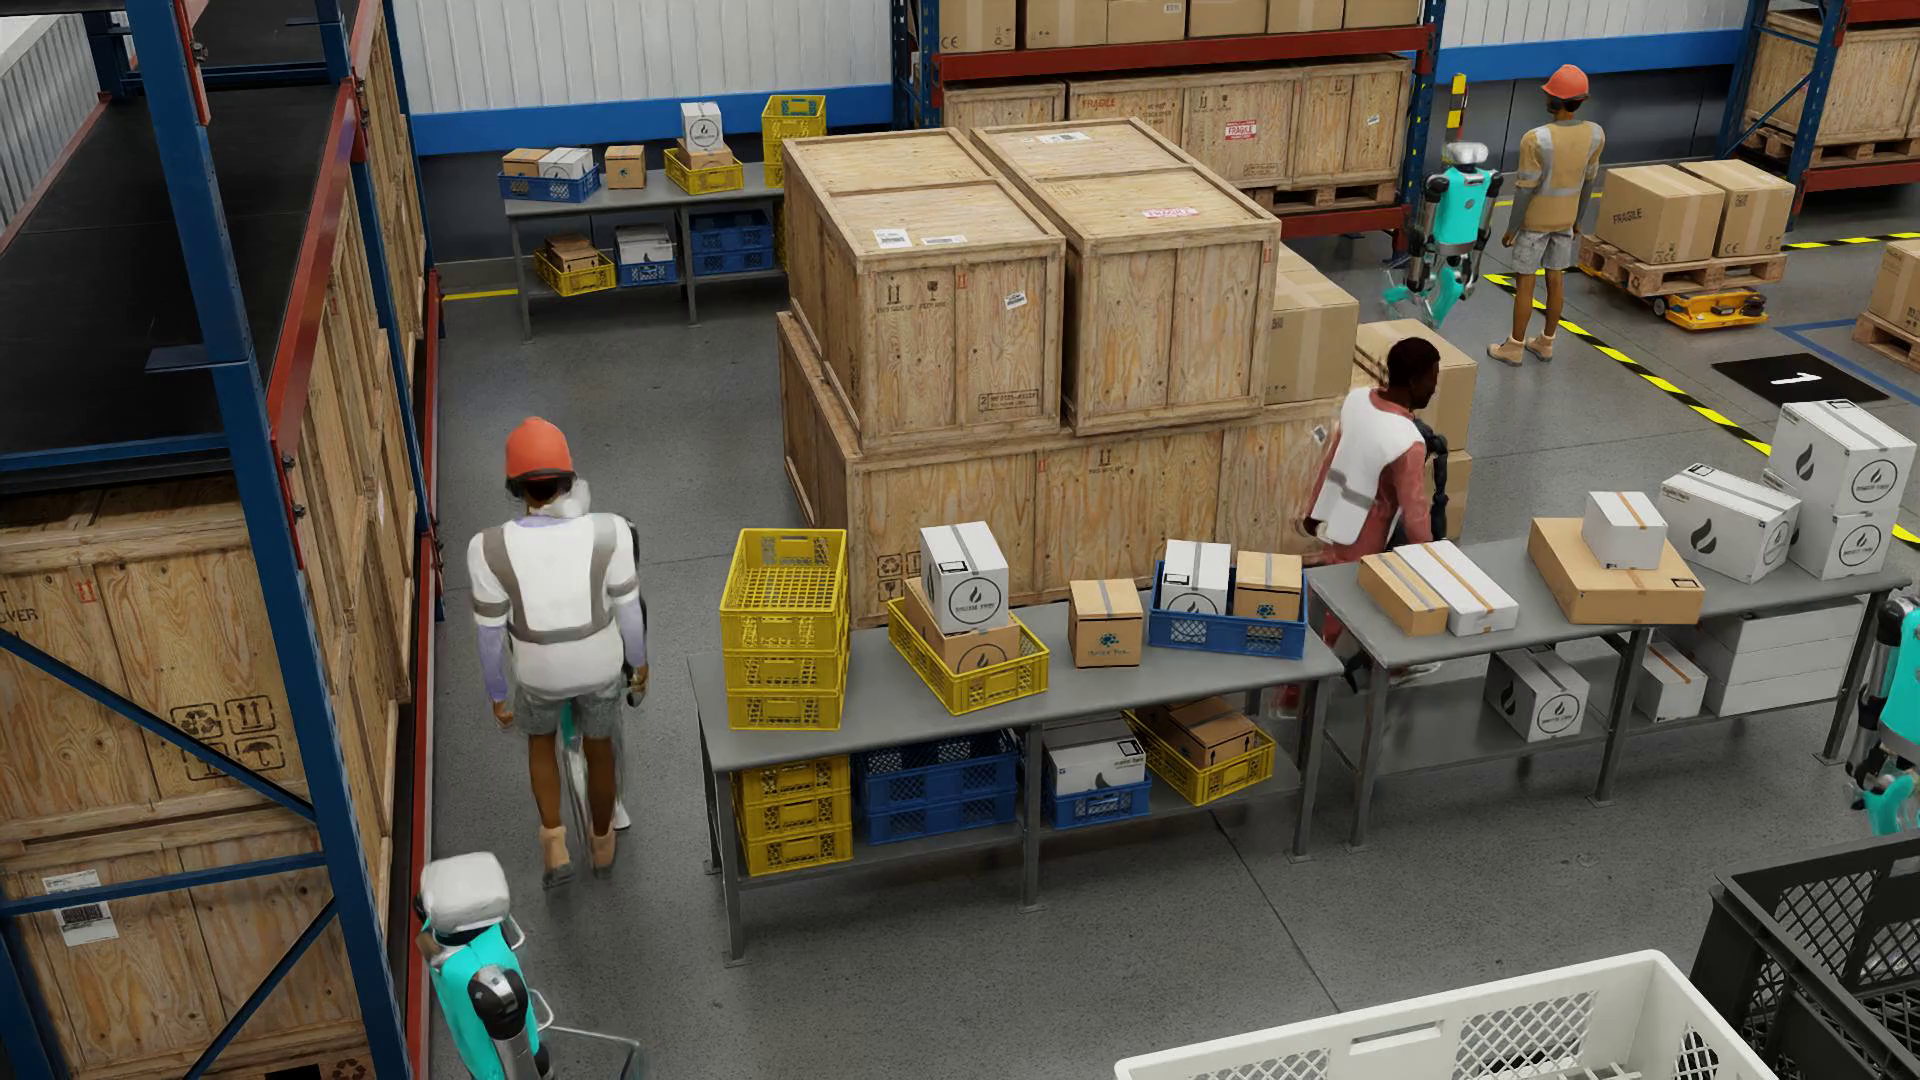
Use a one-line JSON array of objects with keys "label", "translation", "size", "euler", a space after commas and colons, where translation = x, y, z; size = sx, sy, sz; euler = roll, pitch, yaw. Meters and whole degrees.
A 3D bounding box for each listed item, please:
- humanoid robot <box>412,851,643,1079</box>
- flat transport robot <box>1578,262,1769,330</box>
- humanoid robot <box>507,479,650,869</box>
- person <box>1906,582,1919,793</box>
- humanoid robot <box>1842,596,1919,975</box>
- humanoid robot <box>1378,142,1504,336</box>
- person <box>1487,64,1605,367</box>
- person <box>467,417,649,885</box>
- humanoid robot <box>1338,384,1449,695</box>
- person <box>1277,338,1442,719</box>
[{"label": "humanoid robot", "translation": [-1.096, 1.568, 4.754], "size": [0.787, 1.791, 0.537], "euler": [-19, 34, -31]}, {"label": "flat transport robot", "translation": [5.405, -1.959, 12.643], "size": [0.652, 0.197, 1.431], "euler": [-7, 30, -13]}, {"label": "humanoid robot", "translation": [-1.551, 0.479, 6.741], "size": [0.532, 1.789, 0.786], "euler": [-10, 30, -18]}, {"label": "person", "translation": [4.321, 0.235, 7.071], "size": [0.622, 1.837, 0.429], "euler": [-10, 30, -18]}, {"label": "humanoid robot", "translation": [3.564, 0.927, 6.032], "size": [0.722, 1.910, 0.549], "euler": [-12, 31, -21]}, {"label": "humanoid robot", "translation": [3.047, -1.740, 10.761], "size": [0.538, 1.764, 0.922], "euler": [-9, 30, -17]}, {"label": "person", "translation": [3.940, -2.163, 11.203], "size": [0.607, 2.048, 0.365], "euler": [-9, 30, -16]}, {"label": "person", "translation": [-1.518, 0.481, 6.420], "size": [0.619, 2.027, 0.459], "euler": [-6, 29, -11]}, {"label": "humanoid robot", "translation": [1.963, -0.050, 7.775], "size": [0.642, 1.638, 0.587], "euler": [-20, 35, -32]}, {"label": "person", "translation": [1.919, -0.036, 7.521], "size": [0.951, 1.868, 0.651], "euler": [-5, 29, -9]}]
